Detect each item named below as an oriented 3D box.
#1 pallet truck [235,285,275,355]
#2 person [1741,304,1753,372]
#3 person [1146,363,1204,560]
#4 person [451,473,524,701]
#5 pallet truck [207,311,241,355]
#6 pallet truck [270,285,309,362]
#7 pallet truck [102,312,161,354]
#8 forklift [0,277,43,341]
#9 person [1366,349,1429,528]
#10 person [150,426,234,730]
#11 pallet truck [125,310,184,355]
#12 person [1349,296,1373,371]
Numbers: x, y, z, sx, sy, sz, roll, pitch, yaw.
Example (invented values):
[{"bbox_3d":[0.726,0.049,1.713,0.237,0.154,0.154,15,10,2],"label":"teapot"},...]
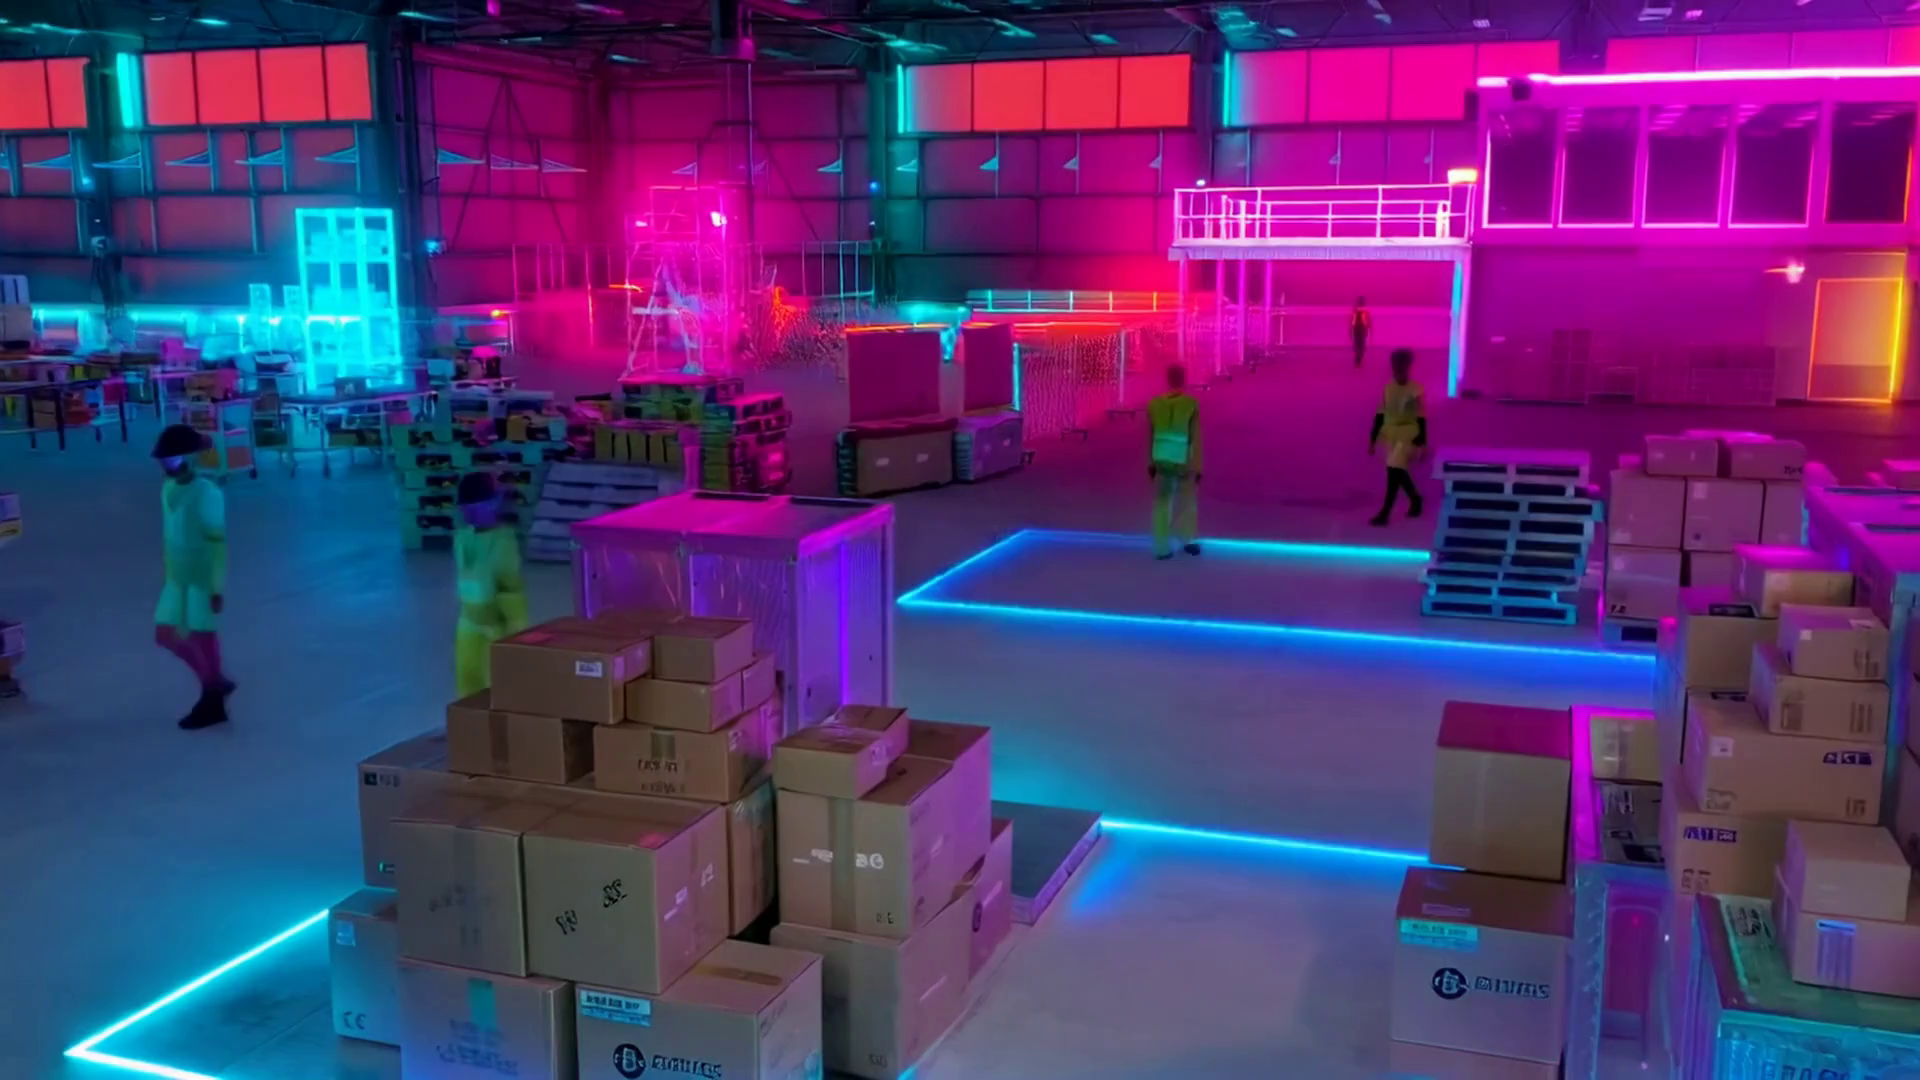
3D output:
[{"bbox_3d":[-18.327,-5.835,44.421,0.823,1.965,1.885,4,11,23],"label":"pallet truck"},{"bbox_3d":[18.044,-4.690,38.318,0.529,1.871,0.327,-5,11,-26],"label":"person"},{"bbox_3d":[2.131,-0.770,16.189,0.637,1.889,0.778,7,12,33],"label":"person"},{"bbox_3d":[-2.721,0.452,9.746,0.529,1.734,0.816,5,11,26],"label":"person"},{"bbox_3d":[-19.537,-5.575,44.913,0.653,1.274,1.630,3,11,19],"label":"pallet truck"},{"bbox_3d":[-17.147,-5.700,43.663,0.823,1.965,1.885,3,11,17],"label":"pallet truck"},{"bbox_3d":[-23.057,-5.777,46.261,0.680,1.201,1.601,3,11,19],"label":"pallet truck"},{"bbox_3d":[-27.151,-6.329,46.328,1.157,1.987,2.680,3,11,17],"label":"forklift"},{"bbox_3d":[4.809,-1.123,18.117,0.996,1.928,0.620,-7,12,-34],"label":"person"},{"bbox_3d":[-4.825,0.241,10.410,0.583,1.921,0.398,6,12,32],"label":"person"},{"bbox_3d":[-22.038,-5.665,45.457,0.704,1.261,1.522,3,11,17],"label":"pallet truck"},{"bbox_3d":[9.754,-5.011,40.360,0.518,1.790,0.954,6,12,32],"label":"person"}]
